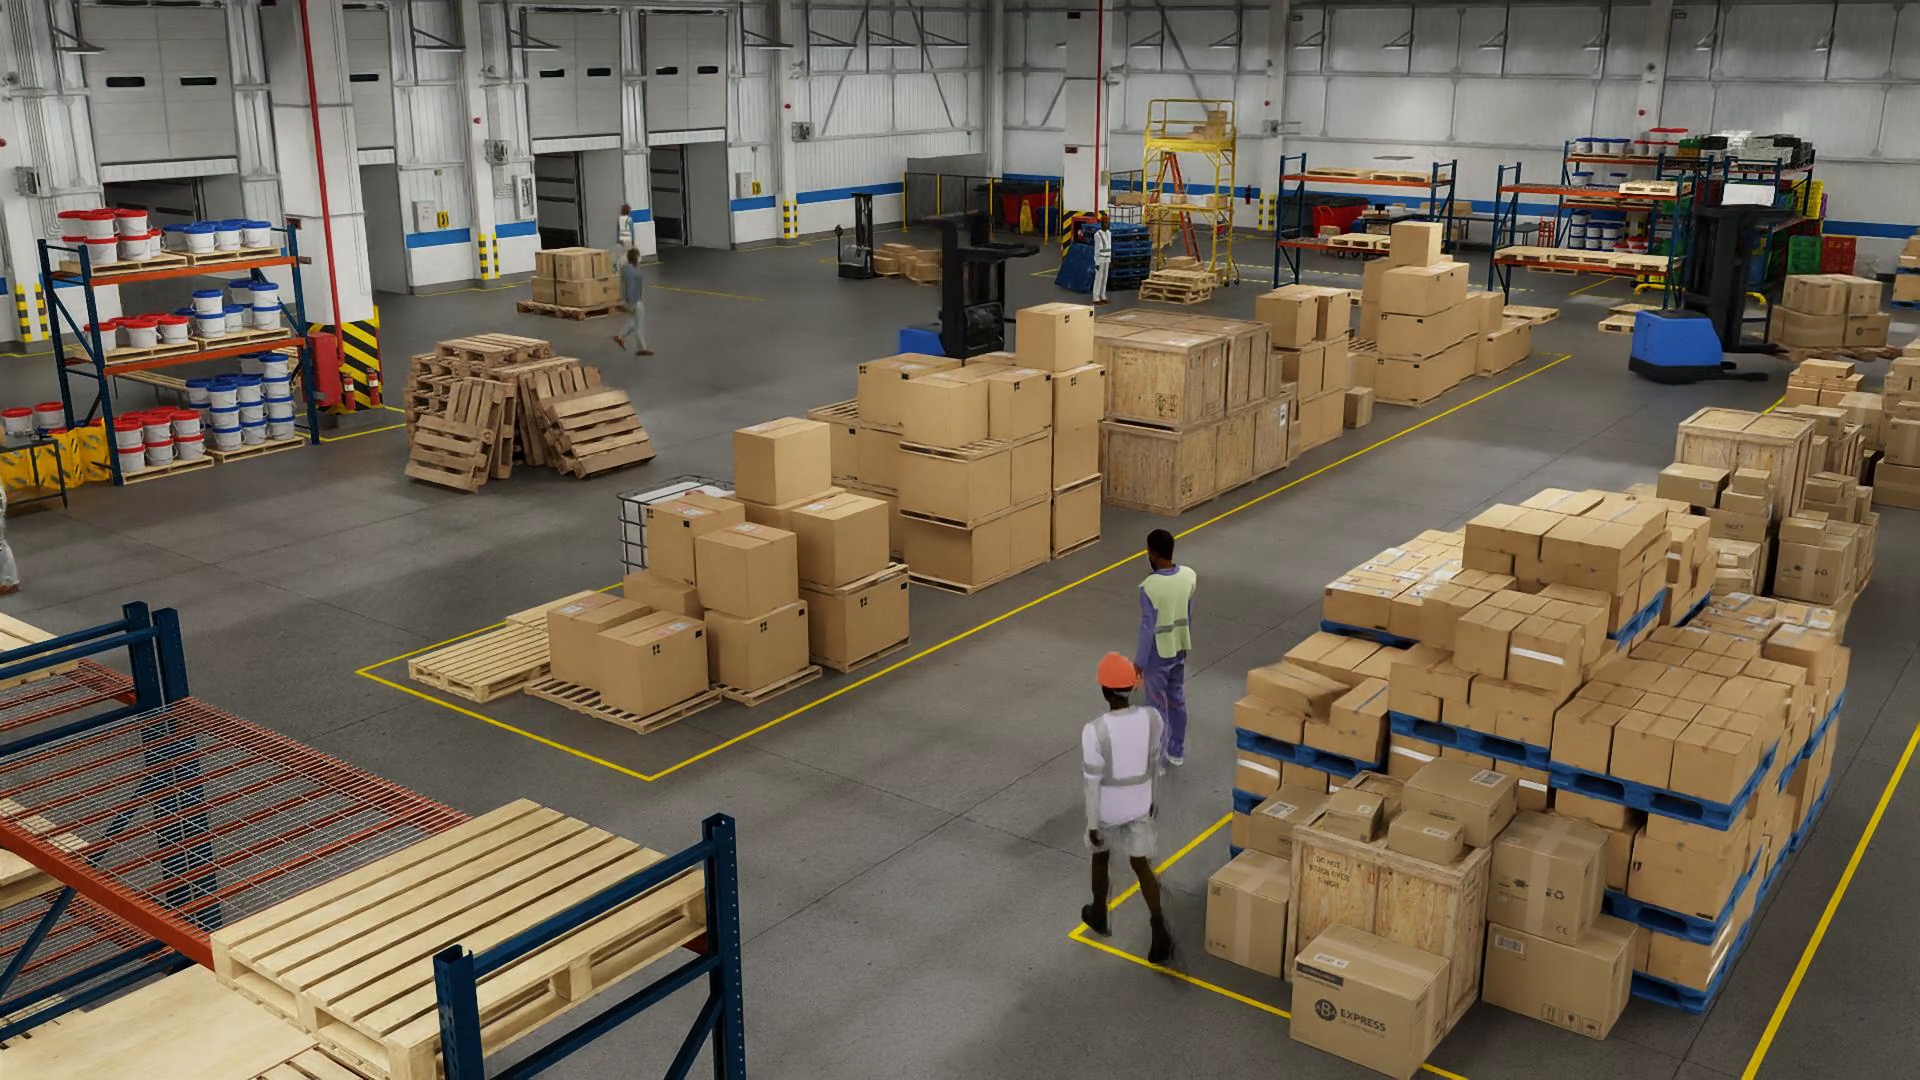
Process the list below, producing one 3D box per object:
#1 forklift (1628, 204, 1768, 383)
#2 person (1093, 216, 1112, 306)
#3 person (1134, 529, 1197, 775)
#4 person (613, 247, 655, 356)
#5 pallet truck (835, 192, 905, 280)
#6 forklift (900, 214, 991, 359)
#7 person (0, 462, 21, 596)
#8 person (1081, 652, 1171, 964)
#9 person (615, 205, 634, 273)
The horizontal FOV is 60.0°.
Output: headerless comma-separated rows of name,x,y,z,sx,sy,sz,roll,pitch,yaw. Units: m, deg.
forklift,12.170,-4.037,27.142,1.873,2.768,1.129,-1,17,-5
person,2.990,-5.848,34.859,0.350,1.878,0.567,10,20,31
person,1.544,0.848,12.612,0.588,1.914,0.390,-16,23,-42
person,-5.775,-4.179,29.249,0.640,1.922,0.633,-1,17,-3
pallet truck,-1.936,-7.159,38.982,1.885,1.965,0.823,-12,21,-34
forklift,0.070,-3.574,25.607,1.873,2.768,1.129,12,21,35
person,-9.696,-0.309,16.483,0.716,1.893,0.547,9,19,26
person,1.000,1.622,10.060,0.549,1.915,0.845,-6,18,-18
person,-8.016,-7.170,39.679,0.530,1.615,0.671,14,22,38
